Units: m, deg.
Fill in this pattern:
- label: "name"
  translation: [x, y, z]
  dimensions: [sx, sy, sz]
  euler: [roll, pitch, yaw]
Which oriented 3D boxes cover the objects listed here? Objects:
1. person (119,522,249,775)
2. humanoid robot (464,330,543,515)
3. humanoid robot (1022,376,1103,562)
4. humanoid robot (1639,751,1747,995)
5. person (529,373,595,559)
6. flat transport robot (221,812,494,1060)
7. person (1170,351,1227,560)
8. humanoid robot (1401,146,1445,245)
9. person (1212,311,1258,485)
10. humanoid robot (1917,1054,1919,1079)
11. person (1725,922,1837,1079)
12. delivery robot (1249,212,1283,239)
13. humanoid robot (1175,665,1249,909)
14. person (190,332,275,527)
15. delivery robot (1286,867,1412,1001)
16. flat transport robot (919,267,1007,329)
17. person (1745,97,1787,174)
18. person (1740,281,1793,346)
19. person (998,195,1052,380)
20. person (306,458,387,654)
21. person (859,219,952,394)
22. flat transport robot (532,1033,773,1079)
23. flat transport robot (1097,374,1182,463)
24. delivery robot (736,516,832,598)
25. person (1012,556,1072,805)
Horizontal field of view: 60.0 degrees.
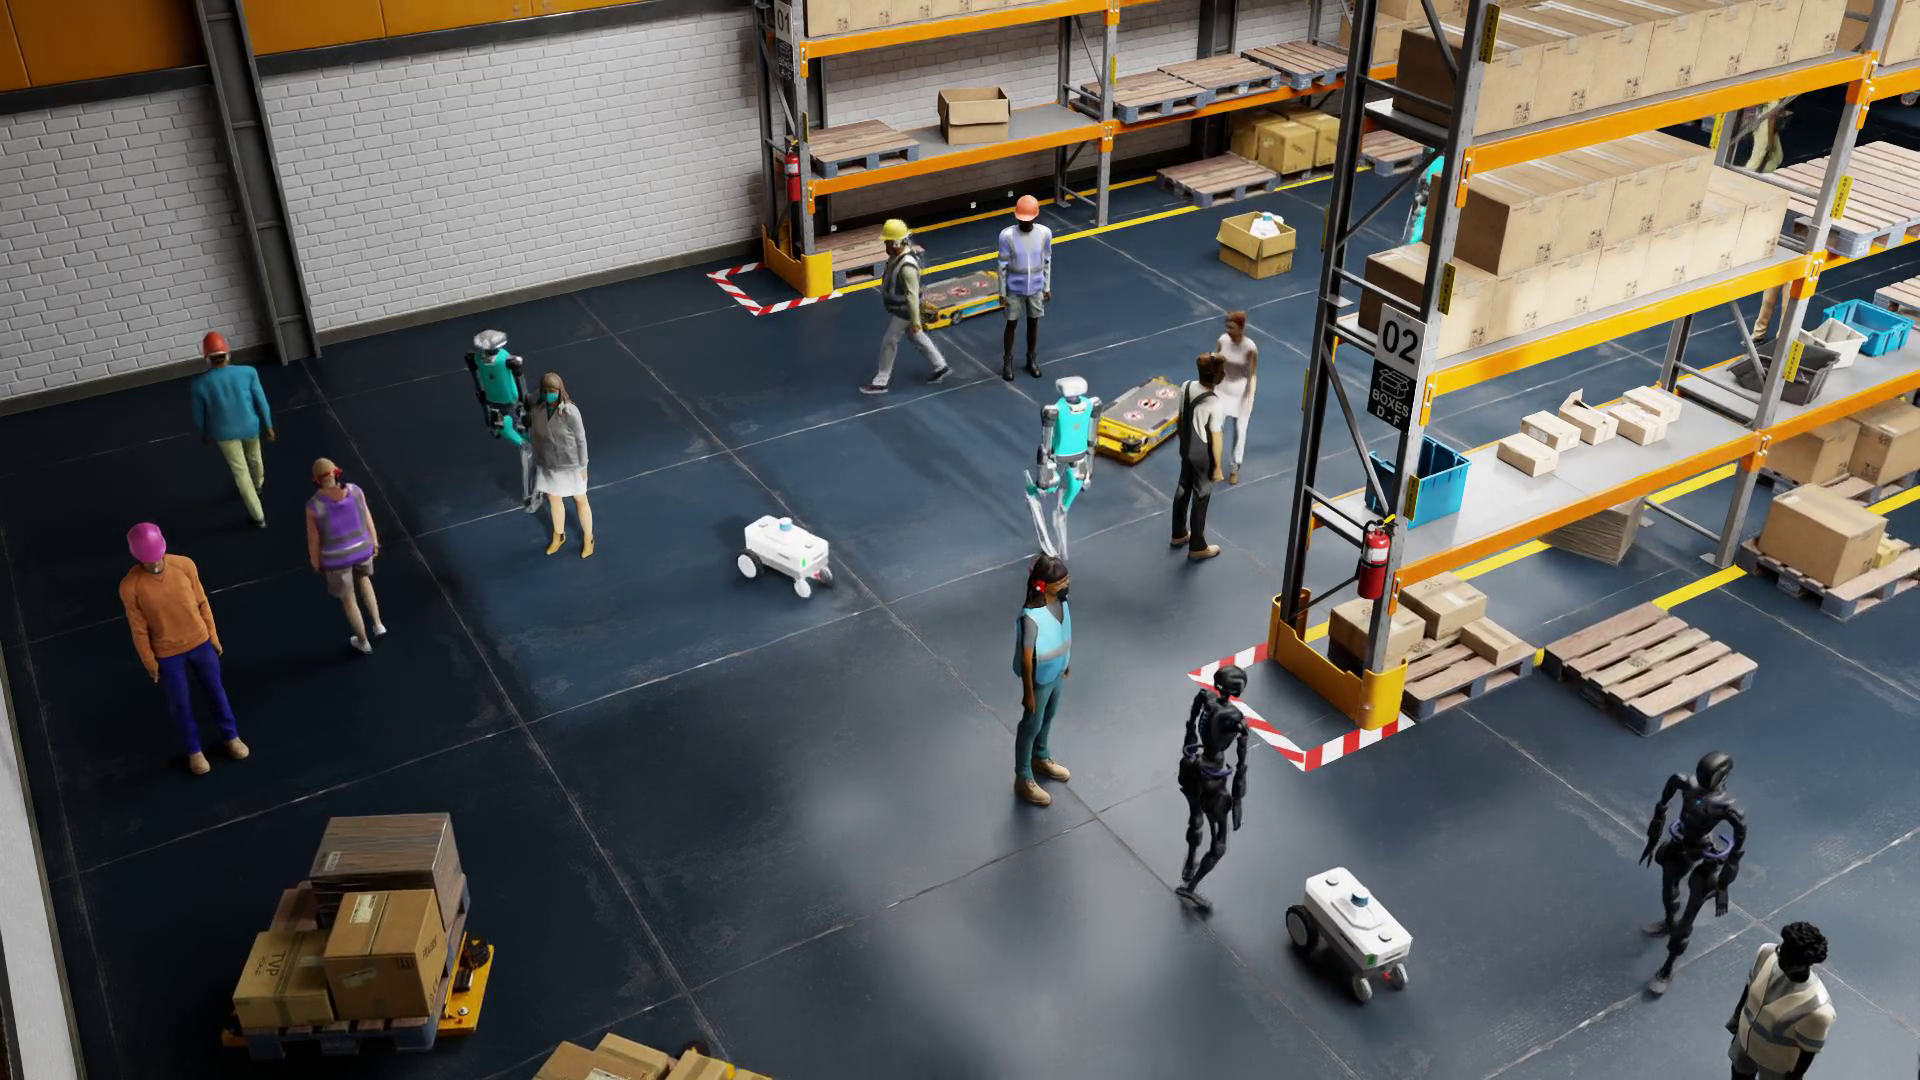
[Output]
- label: "person"
  translation: [-5.321, 0.719, 11.337]
  dimensions: [0.518, 1.974, 0.398]
  euler: [-26, 40, -35]
- label: "humanoid robot"
  translation: [-3.788, -1.071, 14.420]
  dimensions: [0.540, 1.784, 0.758]
  euler: [12, 34, 18]
- label: "humanoid robot"
  translation: [0.777, -0.576, 13.681]
  dimensions: [0.542, 1.847, 0.748]
  euler: [-14, 35, -21]
- label: "humanoid robot"
  translation: [4.298, 1.884, 9.772]
  dimensions: [0.683, 1.632, 0.590]
  euler: [-22, 38, -31]
- label: "person"
  translation: [-3.301, -0.610, 13.744]
  dimensions: [0.484, 1.661, 0.338]
  euler: [6, 33, 10]
- label: "flat transport robot"
  translation: [-3.549, 2.655, 9.850]
  dimensions: [1.431, 0.231, 0.659]
  euler: [-2, 32, -3]
- label: "person"
  translation: [1.977, -0.703, 13.723]
  dimensions: [0.326, 1.841, 0.509]
  euler: [-17, 36, -25]
- label: "humanoid robot"
  translation: [5.100, -3.589, 18.444]
  dimensions: [0.813, 1.776, 0.548]
  euler: [-22, 38, -31]
- label: "person"
  translation: [2.419, -1.266, 14.805]
  dimensions: [0.421, 1.649, 0.355]
  euler: [13, 34, 19]
- label: "humanoid robot"
  translation: [4.722, 3.099, 7.780]
  dimensions: [0.534, 1.796, 0.797]
  euler: [-5, 33, -9]
- label: "person"
  translation: [4.172, 2.612, 8.581]
  dimensions: [0.319, 1.691, 0.535]
  euler: [-7, 33, -11]
- label: "delivery robot"
  translation: [3.575, -3.535, 19.467]
  dimensions: [0.499, 0.609, 0.805]
  euler: [8, 33, 13]
- label: "humanoid robot"
  translation: [1.519, 1.510, 10.359]
  dimensions: [0.488, 1.645, 0.609]
  euler: [-17, 36, -25]
- label: "person"
  translation: [-6.265, -1.007, 14.327]
  dimensions: [0.590, 1.701, 0.878]
  euler: [-19, 37, -27]
- label: "delivery robot"
  translation: [2.377, 2.342, 10.096]
  dimensions: [0.499, 0.613, 0.796]
  euler: [-14, 35, -21]
- label: "flat transport robot"
  translation: [0.053, -2.667, 18.337]
  dimensions: [1.431, 0.231, 0.659]
  euler: [-20, 37, -29]
- label: "person"
  translation: [10.113, -5.040, 20.649]
  dimensions: [0.617, 1.823, 0.584]
  euler: [15, 35, 22]
- label: "person"
  translation: [8.477, -2.747, 17.068]
  dimensions: [0.335, 1.748, 0.572]
  euler: [-20, 37, -28]
- label: "person"
  translation: [0.649, -2.503, 16.509]
  dimensions: [0.550, 1.933, 0.366]
  euler: [-7, 33, -11]
- label: "person"
  translation: [-4.641, 0.126, 12.542]
  dimensions: [0.511, 1.680, 0.398]
  euler: [-28, 41, -36]
- label: "person"
  translation: [-0.518, -2.309, 16.340]
  dimensions: [0.927, 1.782, 0.591]
  euler: [-3, 32, -5]
- label: "flat transport robot"
  translation: [-1.530, 3.312, 8.802]
  dimensions: [0.659, 0.231, 1.431]
  euler: [13, 34, 20]
- label: "flat transport robot"
  translation: [1.784, -1.177, 15.961]
  dimensions: [0.659, 0.231, 1.431]
  euler: [22, 38, 31]
- label: "delivery robot"
  translation: [-1.444, 0.090, 13.681]
  dimensions: [0.781, 0.605, 0.499]
  euler: [23, 39, 32]
- label: "person"
  translation: [0.550, 0.904, 11.138]
  dimensions: [0.373, 1.865, 0.535]
  euler: [18, 36, 26]
